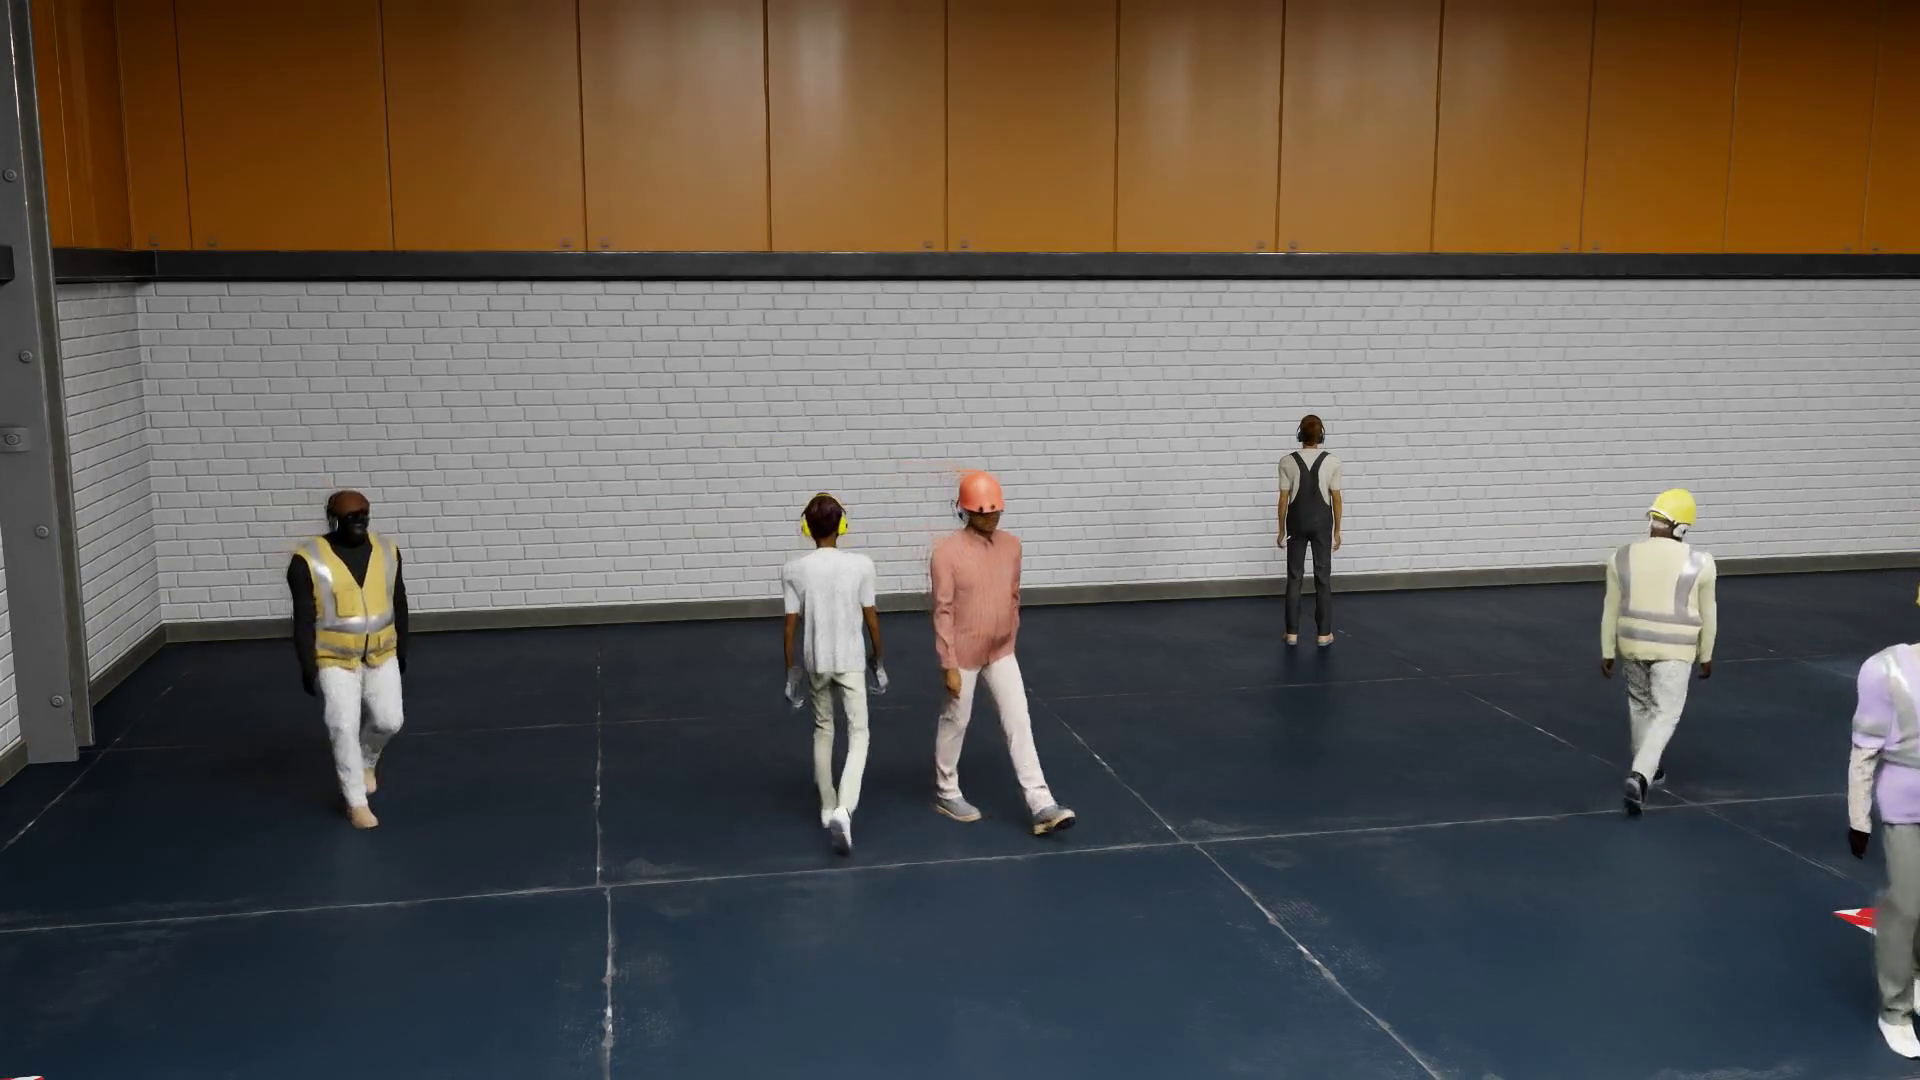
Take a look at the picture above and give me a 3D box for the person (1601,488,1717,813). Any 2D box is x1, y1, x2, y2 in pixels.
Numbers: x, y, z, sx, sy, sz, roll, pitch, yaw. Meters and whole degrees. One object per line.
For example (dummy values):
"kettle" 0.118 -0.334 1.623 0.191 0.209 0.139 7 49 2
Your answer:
"person" 3.865 0.604 9.278 0.584 1.793 0.877 8 12 39

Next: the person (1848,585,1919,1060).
"person" 3.690 1.021 6.322 0.604 1.916 0.441 1 9 3

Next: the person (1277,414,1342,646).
"person" 2.776 -0.075 13.227 0.507 1.847 0.343 2 10 14

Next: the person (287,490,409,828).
"person" -3.309 0.623 9.039 0.638 1.830 0.536 -8 12 -40

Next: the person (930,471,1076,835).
"person" 0.181 0.612 8.748 0.625 1.936 1.013 -7 12 -37

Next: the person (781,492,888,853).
"person" -0.656 0.673 8.672 0.543 1.845 0.800 1 9 8
